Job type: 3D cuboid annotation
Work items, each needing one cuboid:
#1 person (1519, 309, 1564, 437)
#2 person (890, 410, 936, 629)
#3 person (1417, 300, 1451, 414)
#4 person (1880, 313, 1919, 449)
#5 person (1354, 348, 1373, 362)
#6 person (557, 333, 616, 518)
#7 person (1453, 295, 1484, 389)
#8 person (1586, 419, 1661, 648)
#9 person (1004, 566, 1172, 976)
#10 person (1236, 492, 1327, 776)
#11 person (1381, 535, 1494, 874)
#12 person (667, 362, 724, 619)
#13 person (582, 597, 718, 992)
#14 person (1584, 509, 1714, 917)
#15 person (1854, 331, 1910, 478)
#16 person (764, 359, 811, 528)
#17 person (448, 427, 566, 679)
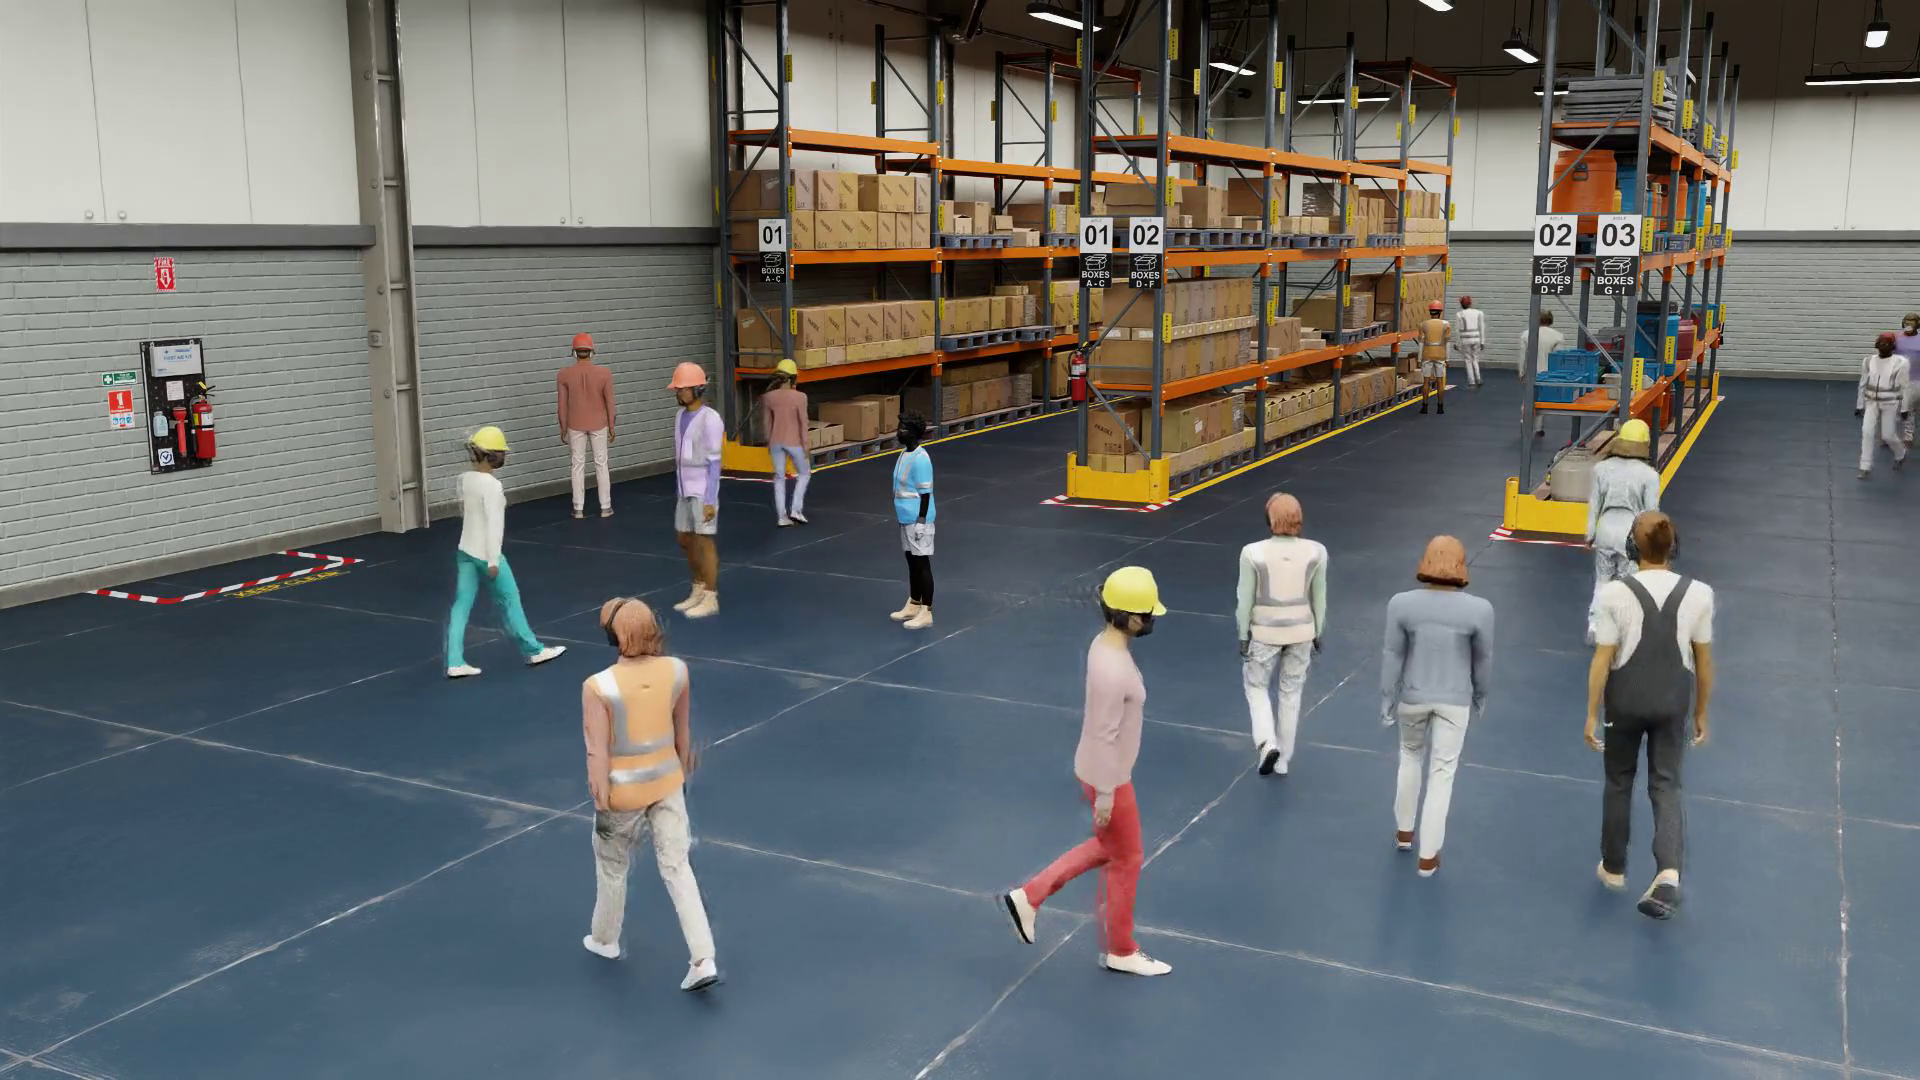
[{"bbox_3d":[8.777,-2.513,25.118,0.646,1.926,0.450,6,12,30],"label":"person"},{"bbox_3d":[-0.359,-0.162,12.909,0.322,1.697,0.532,-3,11,-17],"label":"person"},{"bbox_3d":[8.066,-3.108,28.339,0.542,1.930,0.375,2,11,12],"label":"person"},{"bbox_3d":[13.513,-2.273,23.763,0.633,1.936,0.353,6,12,30],"label":"person"},{"bbox_3d":[8.162,-4.064,33.696,0.559,1.874,0.997,10,14,44],"label":"person"},{"bbox_3d":[-4.012,-1.229,17.910,0.612,1.997,0.376,-2,11,-13],"label":"person"},{"bbox_3d":[10.095,-3.928,33.023,0.617,1.850,0.470,-2,11,-10],"label":"person"},{"bbox_3d":[4.771,-0.009,11.985,0.503,1.728,0.398,9,14,42],"label":"person"},{"bbox_3d":[0.541,0.943,6.756,0.610,1.737,0.543,0,10,2],"label":"person"},{"bbox_3d":[1.791,0.547,9.235,0.520,1.626,0.438,0,10,-2],"label":"person"},{"bbox_3d":[2.310,0.771,8.054,0.493,1.608,0.627,5,11,25],"label":"person"},{"bbox_3d":[-2.108,-0.394,13.239,0.384,2.042,0.629,-9,14,-39],"label":"person"},{"bbox_3d":[-1.272,1.019,6.743,0.520,1.602,0.855,-9,14,-40],"label":"person"},{"bbox_3d":[3.101,0.779,7.452,0.540,1.823,0.763,2,11,9],"label":"person"},{"bbox_3d":[11.628,-1.704,20.898,0.743,1.858,0.618,-8,13,-36],"label":"person"},{"bbox_3d":[-1.775,-1.008,17.345,0.546,1.751,0.450,4,11,23],"label":"person"},{"bbox_3d":[-3.200,0.080,11.504,0.892,1.716,0.548,-9,14,-42],"label":"person"}]
